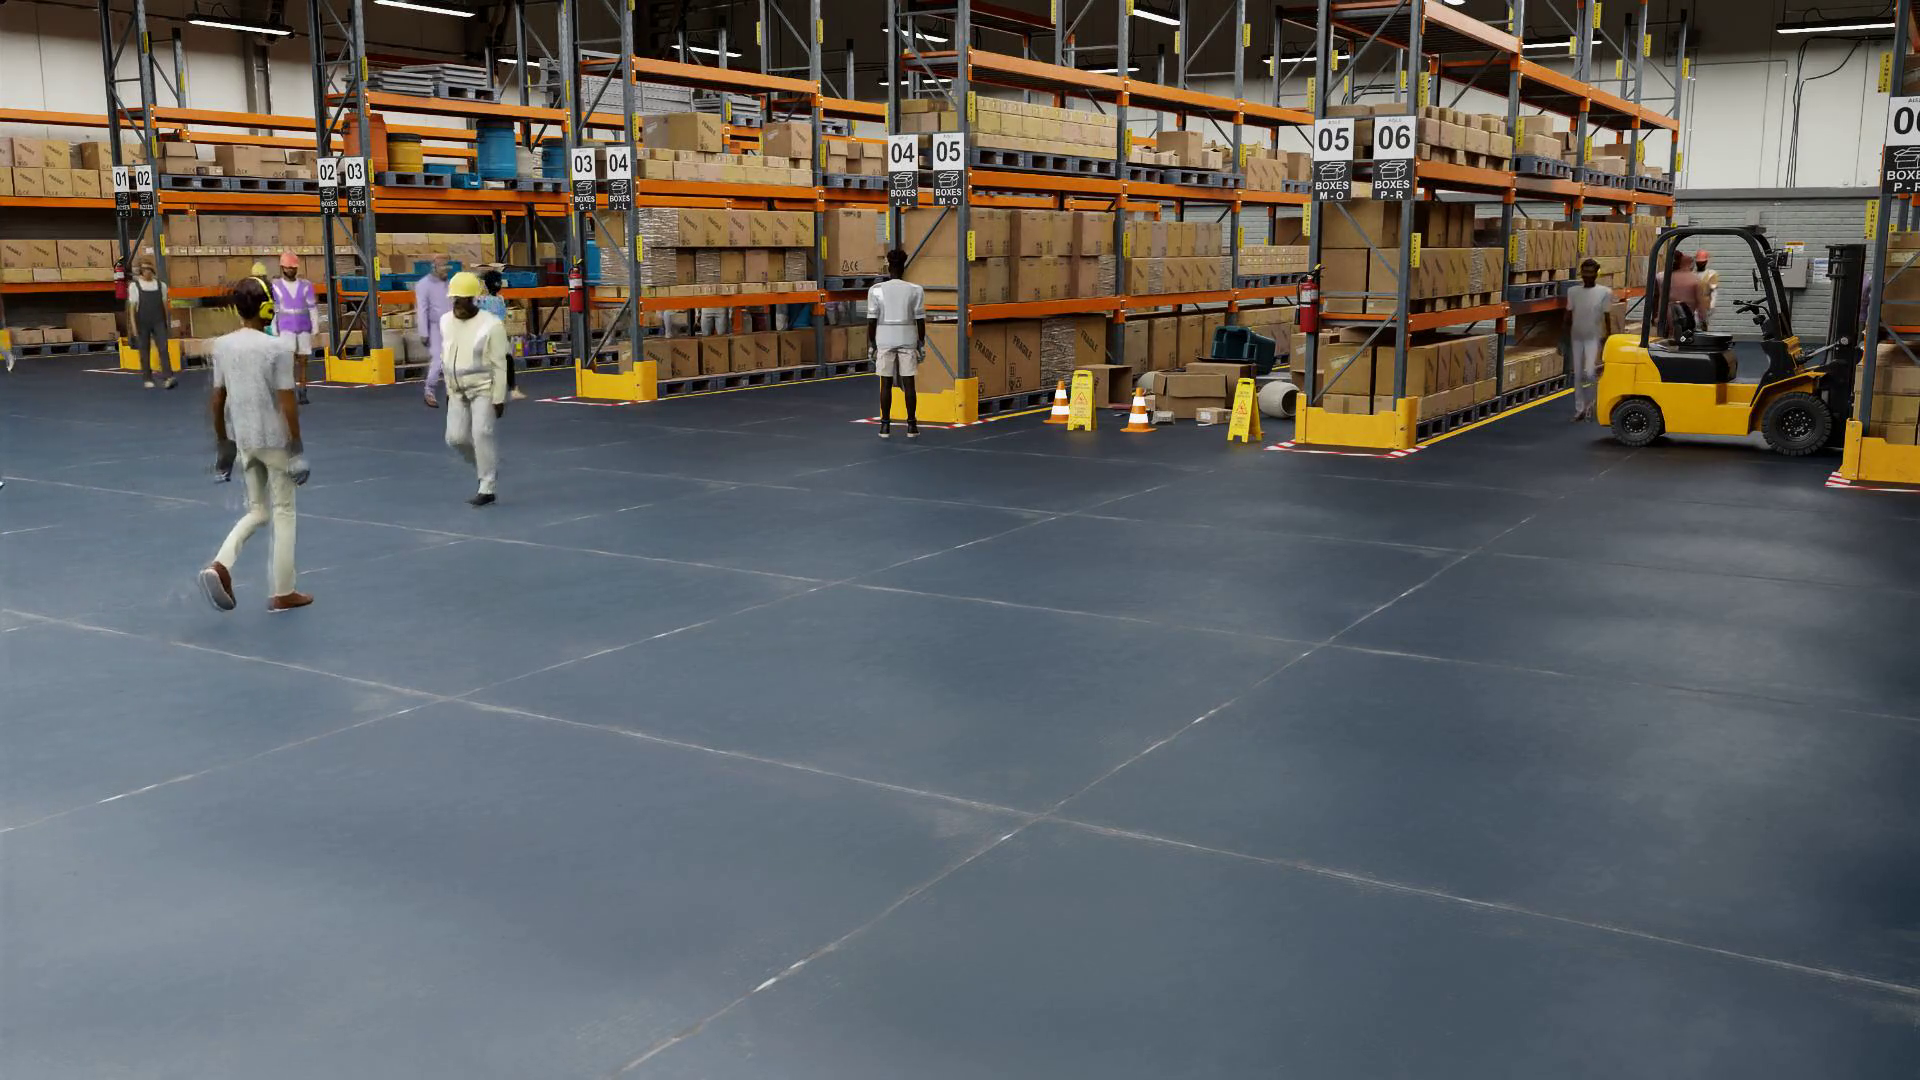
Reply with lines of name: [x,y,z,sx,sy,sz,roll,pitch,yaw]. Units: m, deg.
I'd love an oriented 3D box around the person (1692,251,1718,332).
person: [12.849,-4.063,28.894,0.553,1.892,0.981,6,12,32]

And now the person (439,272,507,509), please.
person: [-3.716,-1.142,12.723,0.631,1.808,0.504,4,11,23]

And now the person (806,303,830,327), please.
person: [-2.639,-4.401,30.573,0.630,1.946,0.973,5,11,28]

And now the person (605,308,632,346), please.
person: [-6.335,-4.320,31.122,0.522,1.603,0.809,7,12,35]

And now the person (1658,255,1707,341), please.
person: [10.906,-3.363,25.062,1.017,1.849,0.667,-6,12,-32]

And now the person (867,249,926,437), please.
person: [-0.661,-2.049,17.380,0.612,1.960,0.361,-1,10,-3]

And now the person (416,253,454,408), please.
person: [-6.311,-2.555,20.401,0.458,1.898,0.687,5,11,26]

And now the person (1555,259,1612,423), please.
person: [7.042,-2.247,18.833,0.539,1.849,0.618,8,13,38]

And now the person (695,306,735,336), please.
person: [-3.699,-3.417,25.149,0.625,1.934,0.364,1,10,3]

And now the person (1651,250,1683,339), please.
person: [10.800,-3.423,25.209,0.597,1.915,0.371,7,12,35]

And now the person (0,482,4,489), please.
person: [-8.108,-1.222,12.992,0.986,1.871,0.607,-3,11,-16]

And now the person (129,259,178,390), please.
person: [-11.190,-2.974,23.032,0.524,1.793,0.928,-8,13,-36]

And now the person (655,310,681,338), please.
person: [-5.825,-4.806,33.195,0.643,1.831,0.530,9,14,42]

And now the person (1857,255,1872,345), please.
person: [12.796,-3.179,23.843,0.585,1.920,0.392,6,12,31]

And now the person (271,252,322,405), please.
person: [-8.288,-2.625,20.765,0.562,1.911,0.757,-6,12,-29]

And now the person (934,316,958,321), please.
person: [-0.119,-3.012,22.591,0.606,2.035,0.403,7,12,34]

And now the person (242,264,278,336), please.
person: [-9.803,-3.009,23.423,0.543,1.711,0.895,-5,11,-27]

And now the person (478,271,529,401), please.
person: [-5.851,-2.570,21.115,0.754,1.667,0.538,4,11,21]

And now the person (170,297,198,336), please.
person: [-13.873,-4.184,29.688,0.633,1.841,0.429,1,10,7]

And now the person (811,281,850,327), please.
person: [-2.265,-3.962,27.966,0.837,2.015,0.518,4,11,23]

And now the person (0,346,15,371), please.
person: [-14.881,-3.376,25.401,0.522,1.752,0.625,4,11,22]

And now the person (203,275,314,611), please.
person: [-3.800,-0.495,8.995,0.516,1.855,0.602,3,11,18]

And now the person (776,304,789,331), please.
person: [-3.085,-3.802,28.129,0.507,1.631,0.273,9,13,41]
